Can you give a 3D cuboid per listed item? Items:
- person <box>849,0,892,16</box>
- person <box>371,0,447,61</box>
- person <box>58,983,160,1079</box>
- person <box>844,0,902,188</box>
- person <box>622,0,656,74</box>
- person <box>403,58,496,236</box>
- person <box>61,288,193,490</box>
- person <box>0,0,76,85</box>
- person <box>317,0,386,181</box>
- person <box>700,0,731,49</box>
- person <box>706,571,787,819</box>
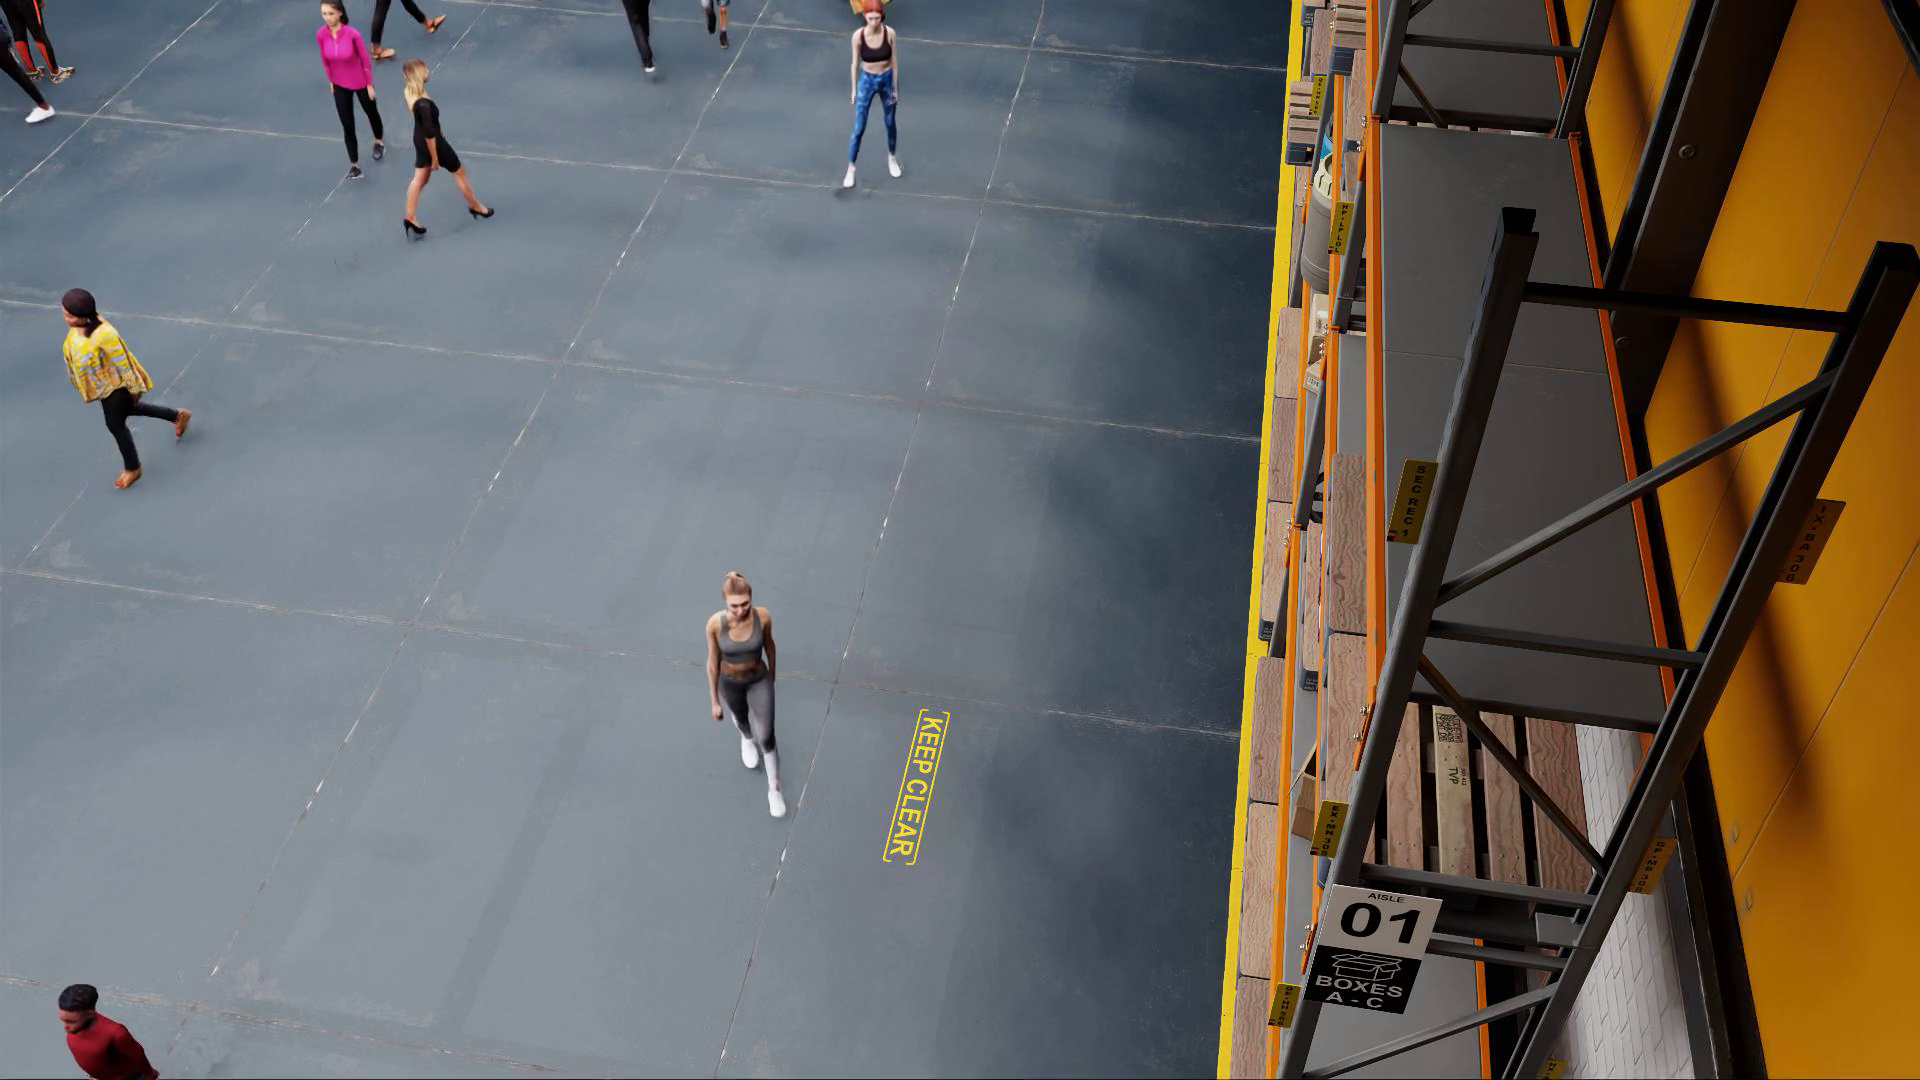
[{"bbox_3d":[-1.201,-6.426,17.659,1.393,1.599,1.335,-32,52,-29],"label":"person"},{"bbox_3d":[-5.870,-5.686,16.749,1.243,1.772,1.074,-34,53,-30],"label":"person"},{"bbox_3d":[-4.236,2.594,8.437,0.552,1.249,0.535,15,46,15],"label":"person"},{"bbox_3d":[-0.776,-4.055,15.043,0.818,1.773,0.803,-7,44,-7],"label":"person"},{"bbox_3d":[-3.232,-5.503,16.600,0.943,1.713,1.134,-17,46,-17],"label":"person"},{"bbox_3d":[-4.662,-3.364,14.411,1.078,1.635,0.998,-27,50,-25],"label":"person"},{"bbox_3d":[-6.113,-1.184,12.131,0.992,1.624,1.145,29,51,27],"label":"person"},{"bbox_3d":[-9.333,-5.386,16.407,0.627,1.809,0.538,5,44,5],"label":"person"},{"bbox_3d":[-5.558,-4.227,15.298,0.747,1.671,1.073,-2,44,-2],"label":"person"},{"bbox_3d":[-2.541,-5.811,17.123,0.650,1.438,0.736,-7,44,-7],"label":"person"},{"bbox_3d":[-1.314,0.804,10.007,0.802,1.675,1.068,-7,44,-8],"label":"person"}]
